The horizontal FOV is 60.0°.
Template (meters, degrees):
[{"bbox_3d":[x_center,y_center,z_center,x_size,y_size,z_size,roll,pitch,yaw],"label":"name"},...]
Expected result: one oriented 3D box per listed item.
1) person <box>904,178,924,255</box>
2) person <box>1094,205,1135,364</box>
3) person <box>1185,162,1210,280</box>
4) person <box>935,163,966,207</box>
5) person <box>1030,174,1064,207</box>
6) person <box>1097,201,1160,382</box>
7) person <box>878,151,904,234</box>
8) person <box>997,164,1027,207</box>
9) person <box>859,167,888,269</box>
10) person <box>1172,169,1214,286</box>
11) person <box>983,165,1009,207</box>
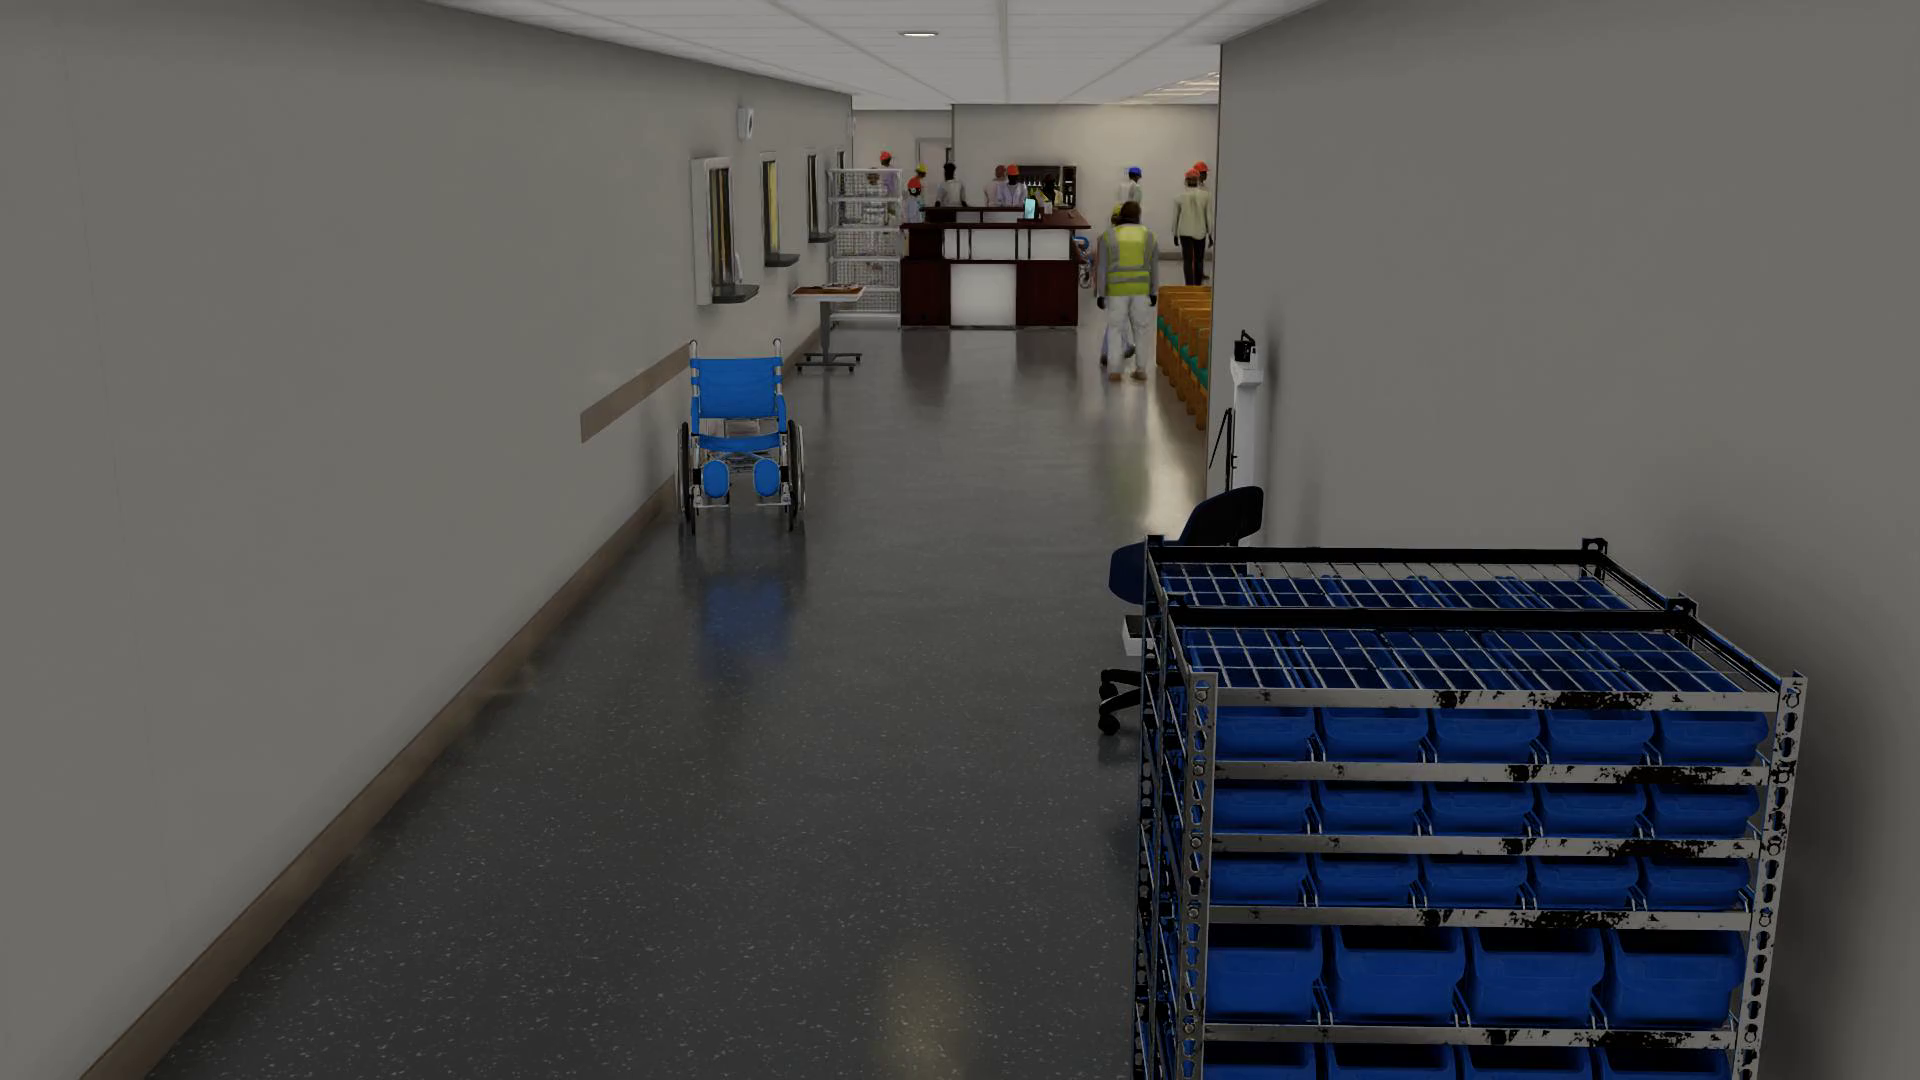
[{"bbox_3d":[-0.759,-5.111,27.557,0.338,1.752,0.564,-2,14,-6],"label":"person"},{"bbox_3d":[1.744,-2.808,18.291,0.527,1.726,0.895,12,18,40],"label":"person"},{"bbox_3d":[4.053,-5.425,28.335,0.375,1.997,0.611,11,18,39],"label":"person"},{"bbox_3d":[-0.180,-6.265,31.940,0.625,1.921,1.062,-9,17,-33],"label":"person"},{"bbox_3d":[1.421,-4.981,26.879,0.626,1.837,0.429,-7,16,-27],"label":"person"},{"bbox_3d":[1.708,-2.516,16.905,0.658,1.819,0.431,-2,14,-9],"label":"person"},{"bbox_3d":[-1.692,-8.536,40.909,0.701,2.023,0.622,4,15,17],"label":"person"},{"bbox_3d":[0.935,-5.755,29.823,0.546,1.931,0.383,0,14,1],"label":"person"},{"bbox_3d":[-1.613,-5.935,30.693,0.583,1.863,0.752,-7,16,-27],"label":"person"},{"bbox_3d":[3.566,-4.697,25.513,0.628,1.925,1.058,1,14,6],"label":"person"},{"bbox_3d":[0.748,-5.861,30.294,0.651,1.904,0.402,4,14,16],"label":"person"}]
